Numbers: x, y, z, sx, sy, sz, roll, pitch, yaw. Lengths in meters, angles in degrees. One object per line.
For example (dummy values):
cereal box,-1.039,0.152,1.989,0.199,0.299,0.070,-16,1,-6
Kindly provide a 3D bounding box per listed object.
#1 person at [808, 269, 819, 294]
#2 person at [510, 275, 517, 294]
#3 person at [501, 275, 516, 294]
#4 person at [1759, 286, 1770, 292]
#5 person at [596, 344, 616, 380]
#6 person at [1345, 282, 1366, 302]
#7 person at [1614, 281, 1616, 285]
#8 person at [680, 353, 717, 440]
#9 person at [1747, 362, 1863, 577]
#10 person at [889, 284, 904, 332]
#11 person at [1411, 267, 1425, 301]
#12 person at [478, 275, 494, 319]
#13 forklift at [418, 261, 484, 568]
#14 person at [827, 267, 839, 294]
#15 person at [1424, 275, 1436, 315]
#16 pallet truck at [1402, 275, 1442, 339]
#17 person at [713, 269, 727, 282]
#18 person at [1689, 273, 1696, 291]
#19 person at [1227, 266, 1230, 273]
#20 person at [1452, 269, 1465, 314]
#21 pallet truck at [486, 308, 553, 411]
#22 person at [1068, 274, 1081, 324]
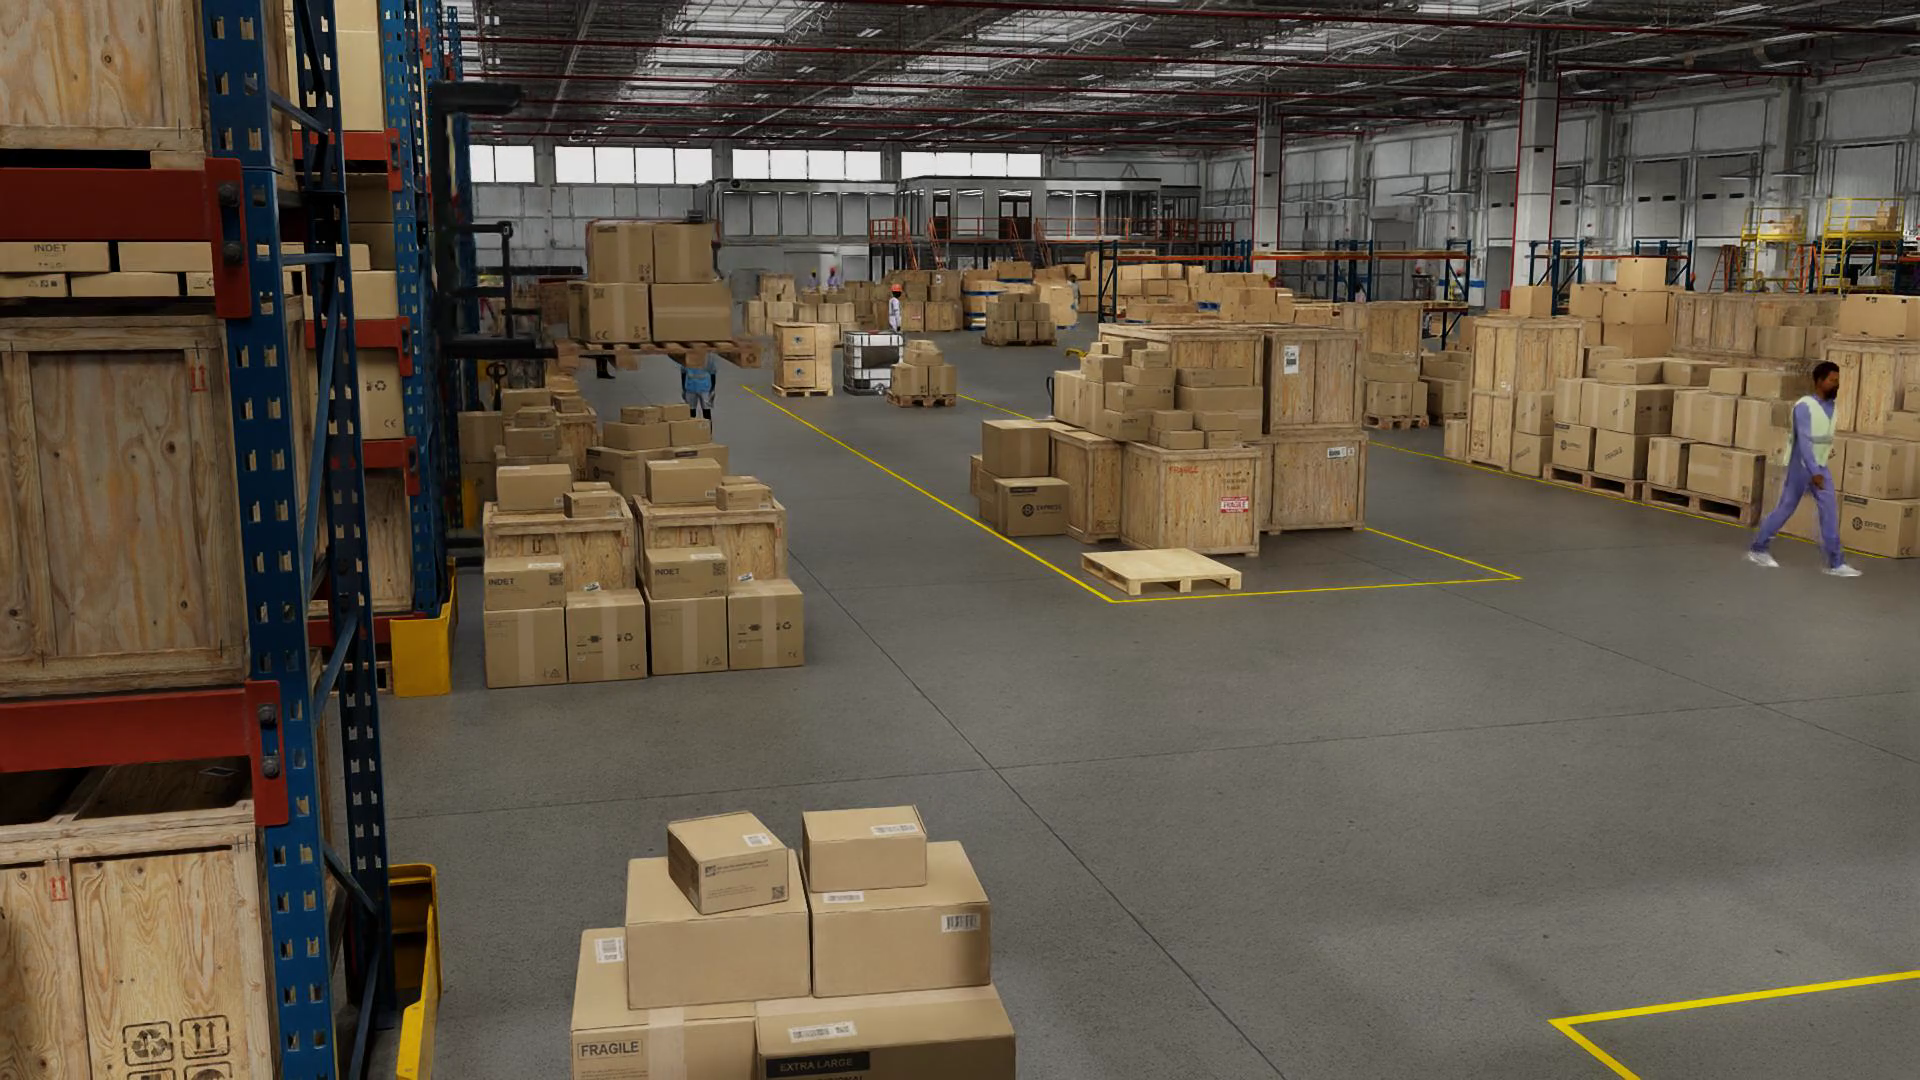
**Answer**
person,-6.419,-11.013,73.383,0.980,1.871,0.604,8,13,37
person,-16.706,-8.899,61.523,0.964,1.849,0.576,8,13,39
person,-16.065,-8.540,59.198,0.547,1.938,0.359,1,10,6
person,18.934,-5.038,39.380,0.372,1.935,0.627,5,11,26
person,-7.687,-4.432,35.862,0.366,1.963,0.610,-6,12,-32
person,11.523,-6.586,48.430,0.629,1.835,0.429,-1,10,-7
person,19.093,-6.628,48.568,0.474,1.866,0.603,4,11,22
person,-3.686,-2.109,23.462,0.535,1.697,0.322,2,10,10
person,7.470,-0.636,14.658,0.595,1.881,0.988,-6,12,-30
person,-1.574,-5.361,41.197,0.356,1.936,0.551,-3,11,-18
person,20.838,-11.442,75.658,1.076,1.930,0.601,-10,14,-43
person,-18.766,-9.600,65.730,0.524,1.747,0.689,3,10,17
forklift,-4.835,-1.159,14.737,1.873,2.768,1.129,-3,10,-15
person,-5.298,-10.403,69.501,0.610,2.024,0.502,5,11,25
person,18.243,-9.358,64.372,0.548,1.742,0.654,-4,11,-21
pallet truck,14.620,-7.324,52.145,0.823,1.965,1.885,8,13,40
person,-9.148,-9.274,63.066,0.689,2.000,0.674,0,10,-1
person,23.951,-7.761,54.628,0.381,1.995,0.612,1,10,6
person,12.672,-12.024,78.912,0.615,1.939,0.404,3,10,15
person,21.176,-10.539,70.610,0.551,1.913,0.834,0,10,2
pallet truck,-6.242,-2.418,24.362,0.823,1.965,1.885,1,10,3
person,4.222,-8.874,61.403,0.560,1.827,0.923,-1,10,-8
